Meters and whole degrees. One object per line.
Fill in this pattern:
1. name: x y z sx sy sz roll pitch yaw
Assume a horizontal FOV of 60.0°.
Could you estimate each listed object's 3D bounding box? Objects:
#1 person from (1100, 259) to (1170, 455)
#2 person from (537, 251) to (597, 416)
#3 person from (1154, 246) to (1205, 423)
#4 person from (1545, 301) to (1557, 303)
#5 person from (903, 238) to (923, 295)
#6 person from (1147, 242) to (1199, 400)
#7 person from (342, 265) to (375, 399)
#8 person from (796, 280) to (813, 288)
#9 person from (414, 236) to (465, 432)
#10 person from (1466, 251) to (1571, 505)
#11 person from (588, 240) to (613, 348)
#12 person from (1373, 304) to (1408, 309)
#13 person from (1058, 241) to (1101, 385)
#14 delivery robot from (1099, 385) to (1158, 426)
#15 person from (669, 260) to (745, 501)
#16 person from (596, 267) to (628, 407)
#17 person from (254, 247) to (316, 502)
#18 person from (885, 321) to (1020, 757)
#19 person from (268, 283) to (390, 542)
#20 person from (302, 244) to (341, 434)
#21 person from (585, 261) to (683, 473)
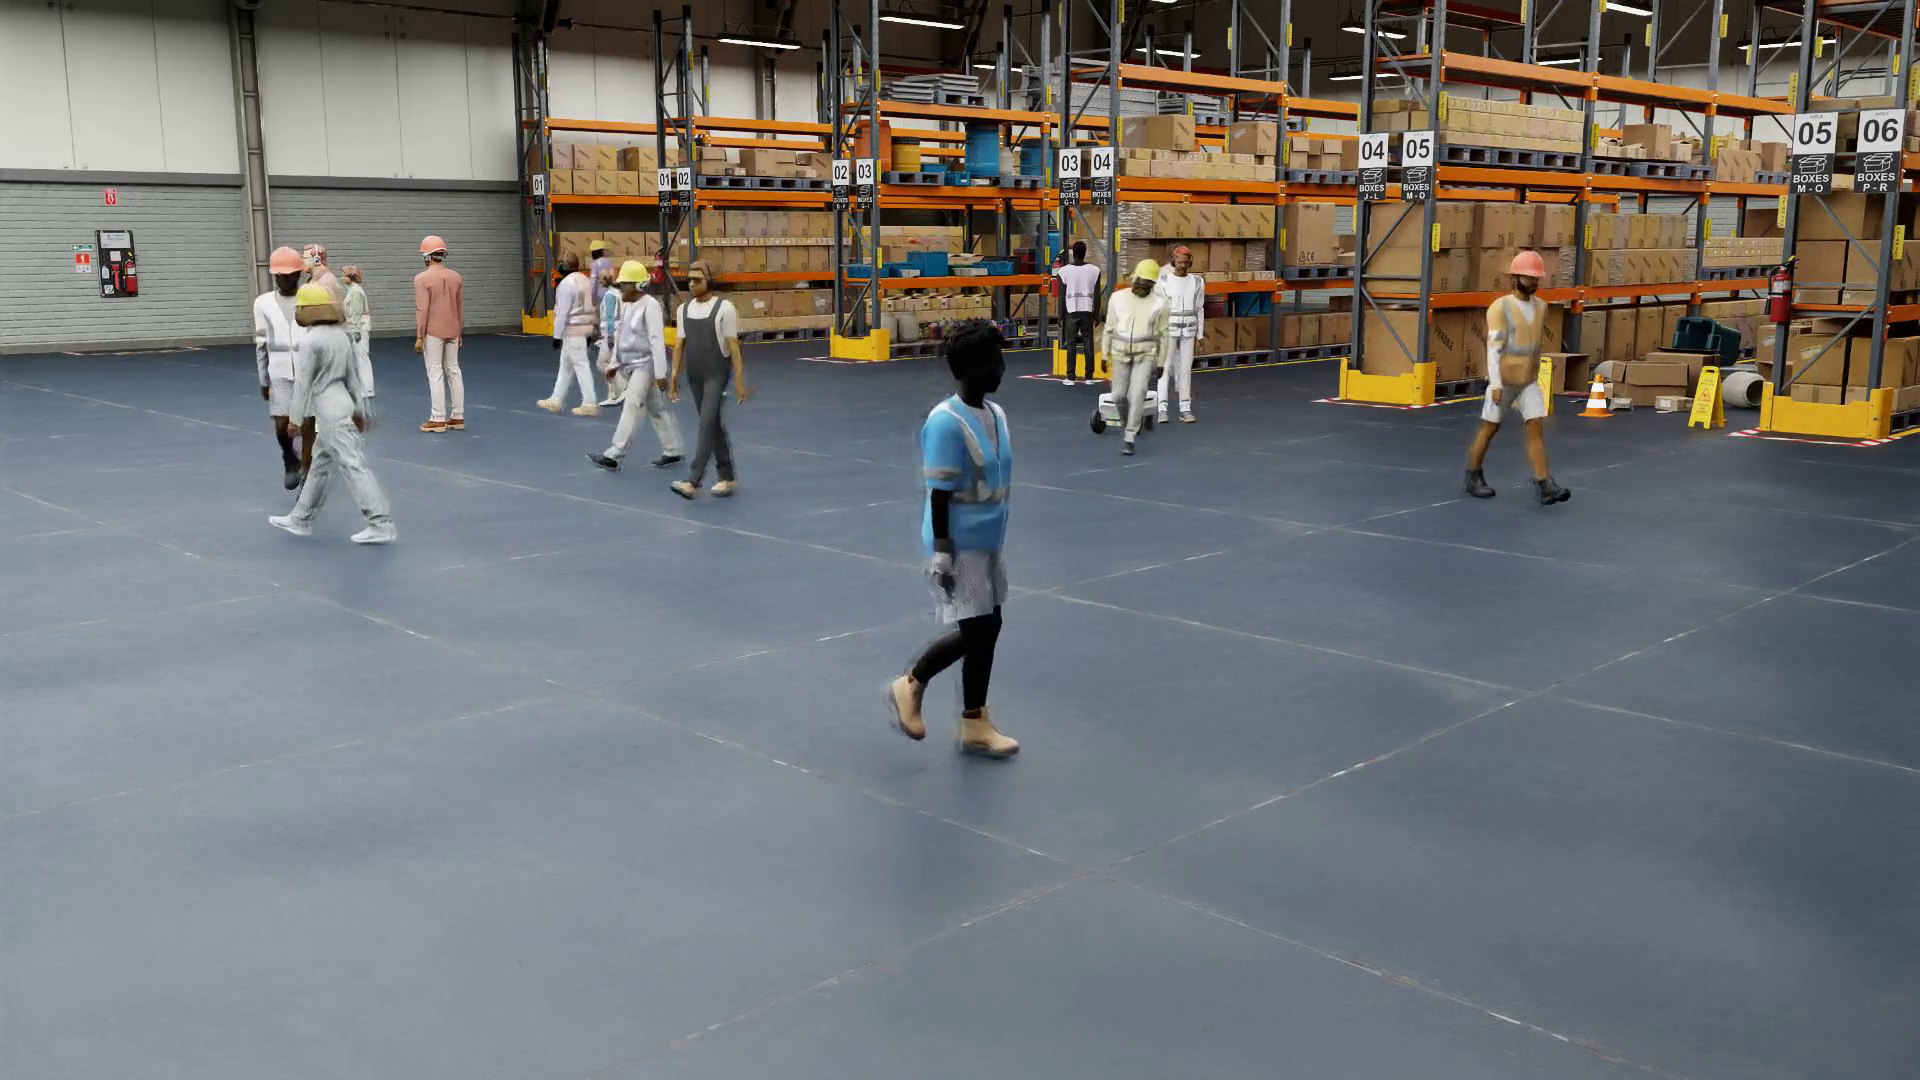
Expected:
1. person: 1.629 -1.709 15.465 0.642 1.784 0.638 3 11 16
2. person: -4.452 -2.300 18.580 0.848 1.811 0.654 1 10 6
3. person: 2.350 -2.206 17.877 0.572 1.887 0.356 -2 11 -10
4. person: 9.484 -3.905 27.252 0.924 1.841 0.606 -10 14 -43
5. person: -1.106 -5.718 36.892 1.036 1.934 0.613 -9 14 -41
6. person: 2.576 -2.689 20.426 0.692 1.919 0.643 -2 11 -11
7. person: -7.457 -2.575 20.598 0.318 1.630 0.513 -5 11 -25
8. person: -3.230 -5.170 34.681 0.547 1.648 0.867 9 13 39
9. person: -5.366 -2.122 17.124 0.382 1.993 0.622 6 12 28
10. person: 4.197 -1.219 12.509 0.573 1.878 1.013 -4 11 -21
11. person: -6.495 -4.411 29.841 0.630 1.903 0.622 4 11 20
12. person: 6.849 -3.740 26.435 0.973 1.822 0.540 -8 13 -39
13. person: 1.601 -3.043 22.354 0.590 1.919 0.392 -1 10 -6
14. delivery robot: 1.729 -1.411 17.036 0.477 0.478 0.707 8 13 36
15. person: -1.984 -1.195 12.573 0.543 1.802 0.943 6 12 29
16. person: -4.089 -2.375 19.496 0.363 1.625 0.533 -1 10 -4
17. person: -5.035 -1.255 12.611 0.539 1.918 0.539 -3 11 -14
18. person: -0.004 0.006 6.353 0.439 1.683 0.545 5 12 28
19. person: -4.171 -0.826 10.886 0.909 1.680 0.496 1 10 6
20. person: -6.535 -2.054 16.992 0.409 1.907 0.651 -6 12 -31
21. person: -2.778 -1.469 14.144 0.940 1.778 0.611 -6 12 -28
